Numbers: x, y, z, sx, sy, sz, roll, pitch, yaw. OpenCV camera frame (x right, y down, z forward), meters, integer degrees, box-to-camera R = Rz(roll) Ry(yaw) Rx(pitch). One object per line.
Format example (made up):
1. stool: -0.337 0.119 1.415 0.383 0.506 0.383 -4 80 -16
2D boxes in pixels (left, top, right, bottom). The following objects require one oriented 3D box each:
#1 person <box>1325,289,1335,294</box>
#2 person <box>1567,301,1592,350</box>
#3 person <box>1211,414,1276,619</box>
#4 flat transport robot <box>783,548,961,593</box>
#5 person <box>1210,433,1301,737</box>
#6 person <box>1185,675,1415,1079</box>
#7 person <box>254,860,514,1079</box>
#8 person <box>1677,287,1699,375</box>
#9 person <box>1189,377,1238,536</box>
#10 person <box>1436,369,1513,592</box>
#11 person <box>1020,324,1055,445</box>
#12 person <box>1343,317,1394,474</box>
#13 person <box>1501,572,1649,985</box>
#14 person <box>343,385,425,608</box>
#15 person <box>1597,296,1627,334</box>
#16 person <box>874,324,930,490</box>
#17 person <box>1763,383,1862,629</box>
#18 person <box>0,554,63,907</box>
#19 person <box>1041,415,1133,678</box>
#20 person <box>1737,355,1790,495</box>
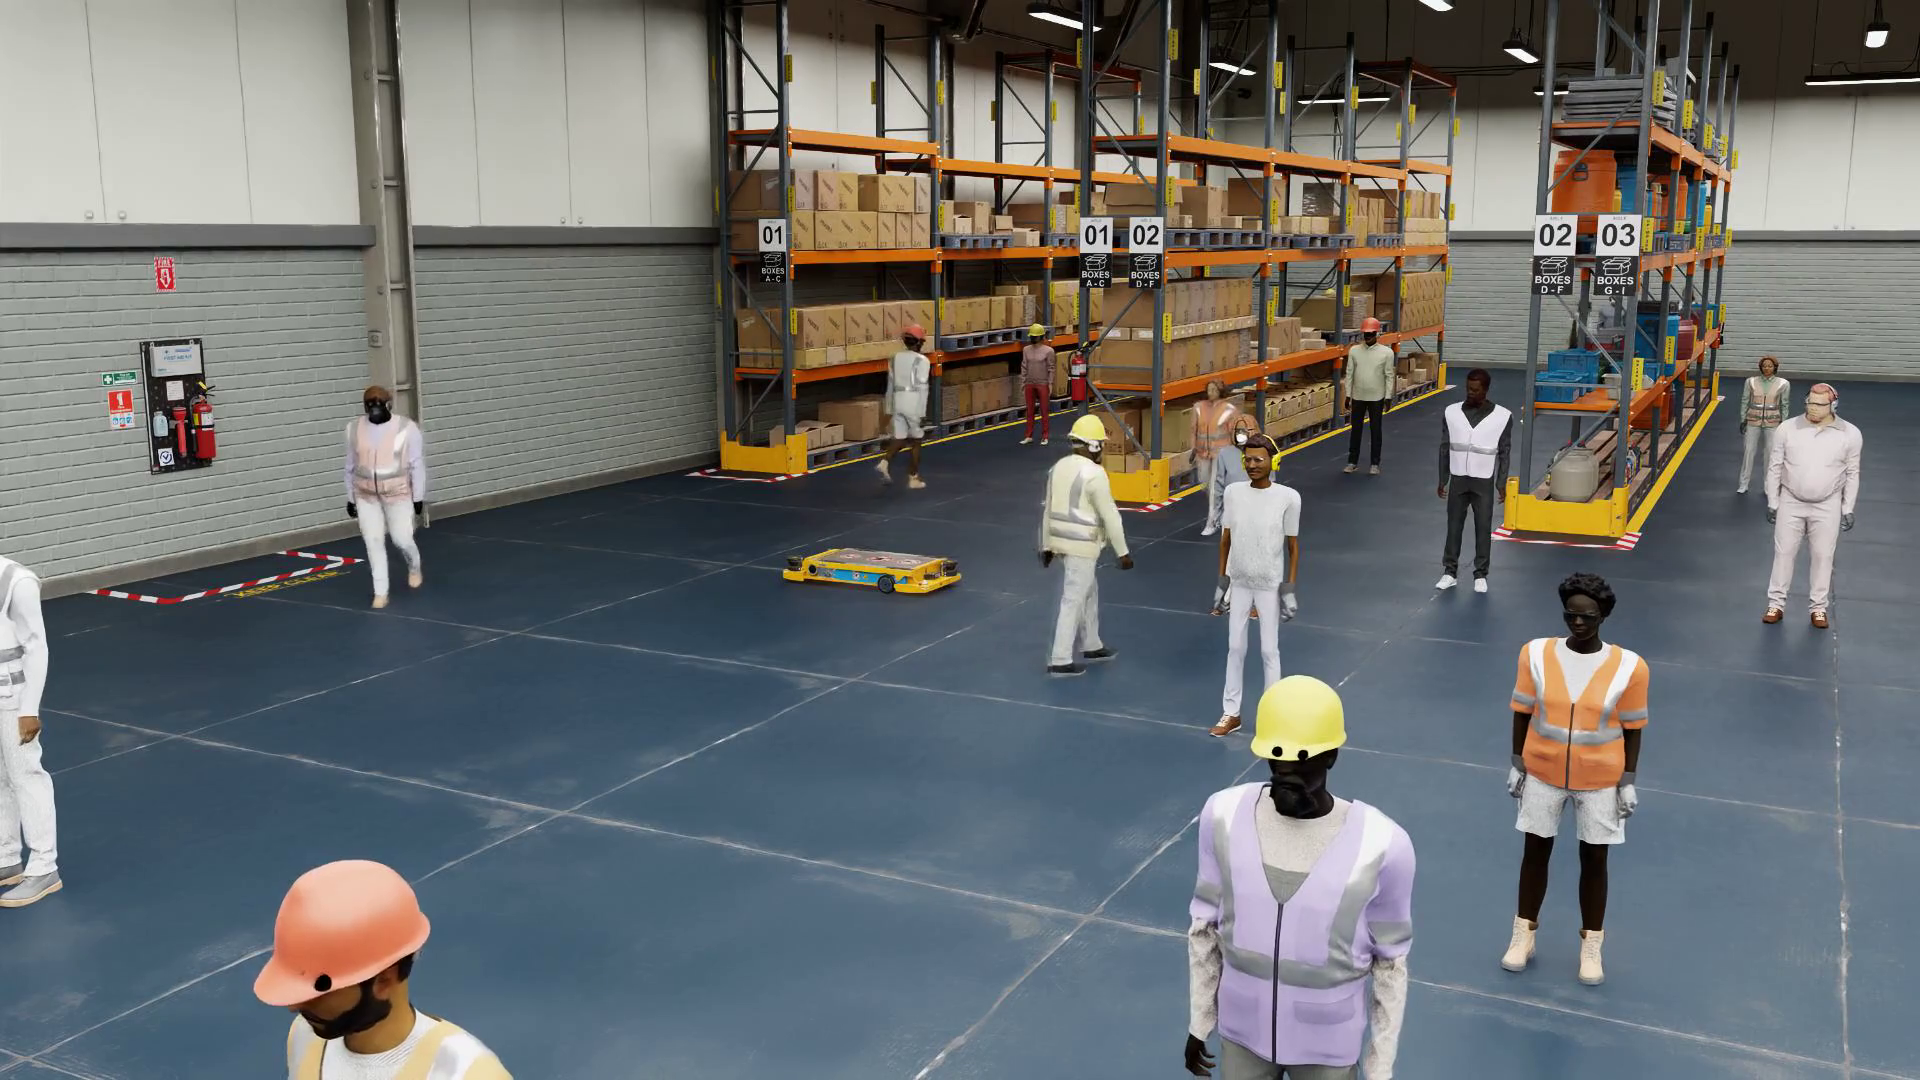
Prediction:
1. person: 8.372 -4.779 37.740 0.586 1.824 0.404 5 12 27
2. person: 11.922 -3.661 31.682 0.930 1.800 0.546 -2 11 -11
3. person: 2.250 -0.190 13.233 0.497 1.634 0.279 5 12 27
4. flat transport robot: -0.771 0.253 14.536 1.431 0.197 0.652 5 12 27
5. person: 1.776 0.285 9.998 0.517 1.874 0.328 5 12 27
6. person: 0.869 1.288 4.373 0.584 1.928 0.374 5 12 27
7. person: -1.080 1.513 3.143 0.542 1.930 0.374 5 12 27
8. person: 15.067 -4.302 34.545 0.683 2.000 0.822 8 13 37
9. person: 2.636 -0.883 17.043 0.515 1.615 0.681 8 13 37
10. person: 4.394 -0.503 14.246 0.587 1.890 0.391 5 12 27
11. person: 1.114 -2.249 24.121 0.523 1.761 0.328 5 12 27
12. person: 5.199 -1.833 21.207 0.608 1.996 0.381 5 12 27
13. person: 2.498 0.961 6.781 0.529 1.697 0.321 5 12 27
14. person: -4.741 -0.377 13.744 0.633 1.823 0.601 -1 10 -4
15. person: 13.119 -4.046 33.429 0.627 1.940 0.371 5 12 27
16. person: -0.670 -1.555 19.712 0.617 2.005 0.772 8 13 37
17. person: 6.604 -0.266 12.921 0.636 1.903 0.404 5 12 27
18. person: -4.378 0.724 7.563 0.572 1.886 0.355 5 12 27
19. person: 0.912 0.040 11.531 0.779 1.800 0.619 -5 12 -26
20. person: 9.428 -1.348 19.526 0.512 1.642 0.312 5 12 27
